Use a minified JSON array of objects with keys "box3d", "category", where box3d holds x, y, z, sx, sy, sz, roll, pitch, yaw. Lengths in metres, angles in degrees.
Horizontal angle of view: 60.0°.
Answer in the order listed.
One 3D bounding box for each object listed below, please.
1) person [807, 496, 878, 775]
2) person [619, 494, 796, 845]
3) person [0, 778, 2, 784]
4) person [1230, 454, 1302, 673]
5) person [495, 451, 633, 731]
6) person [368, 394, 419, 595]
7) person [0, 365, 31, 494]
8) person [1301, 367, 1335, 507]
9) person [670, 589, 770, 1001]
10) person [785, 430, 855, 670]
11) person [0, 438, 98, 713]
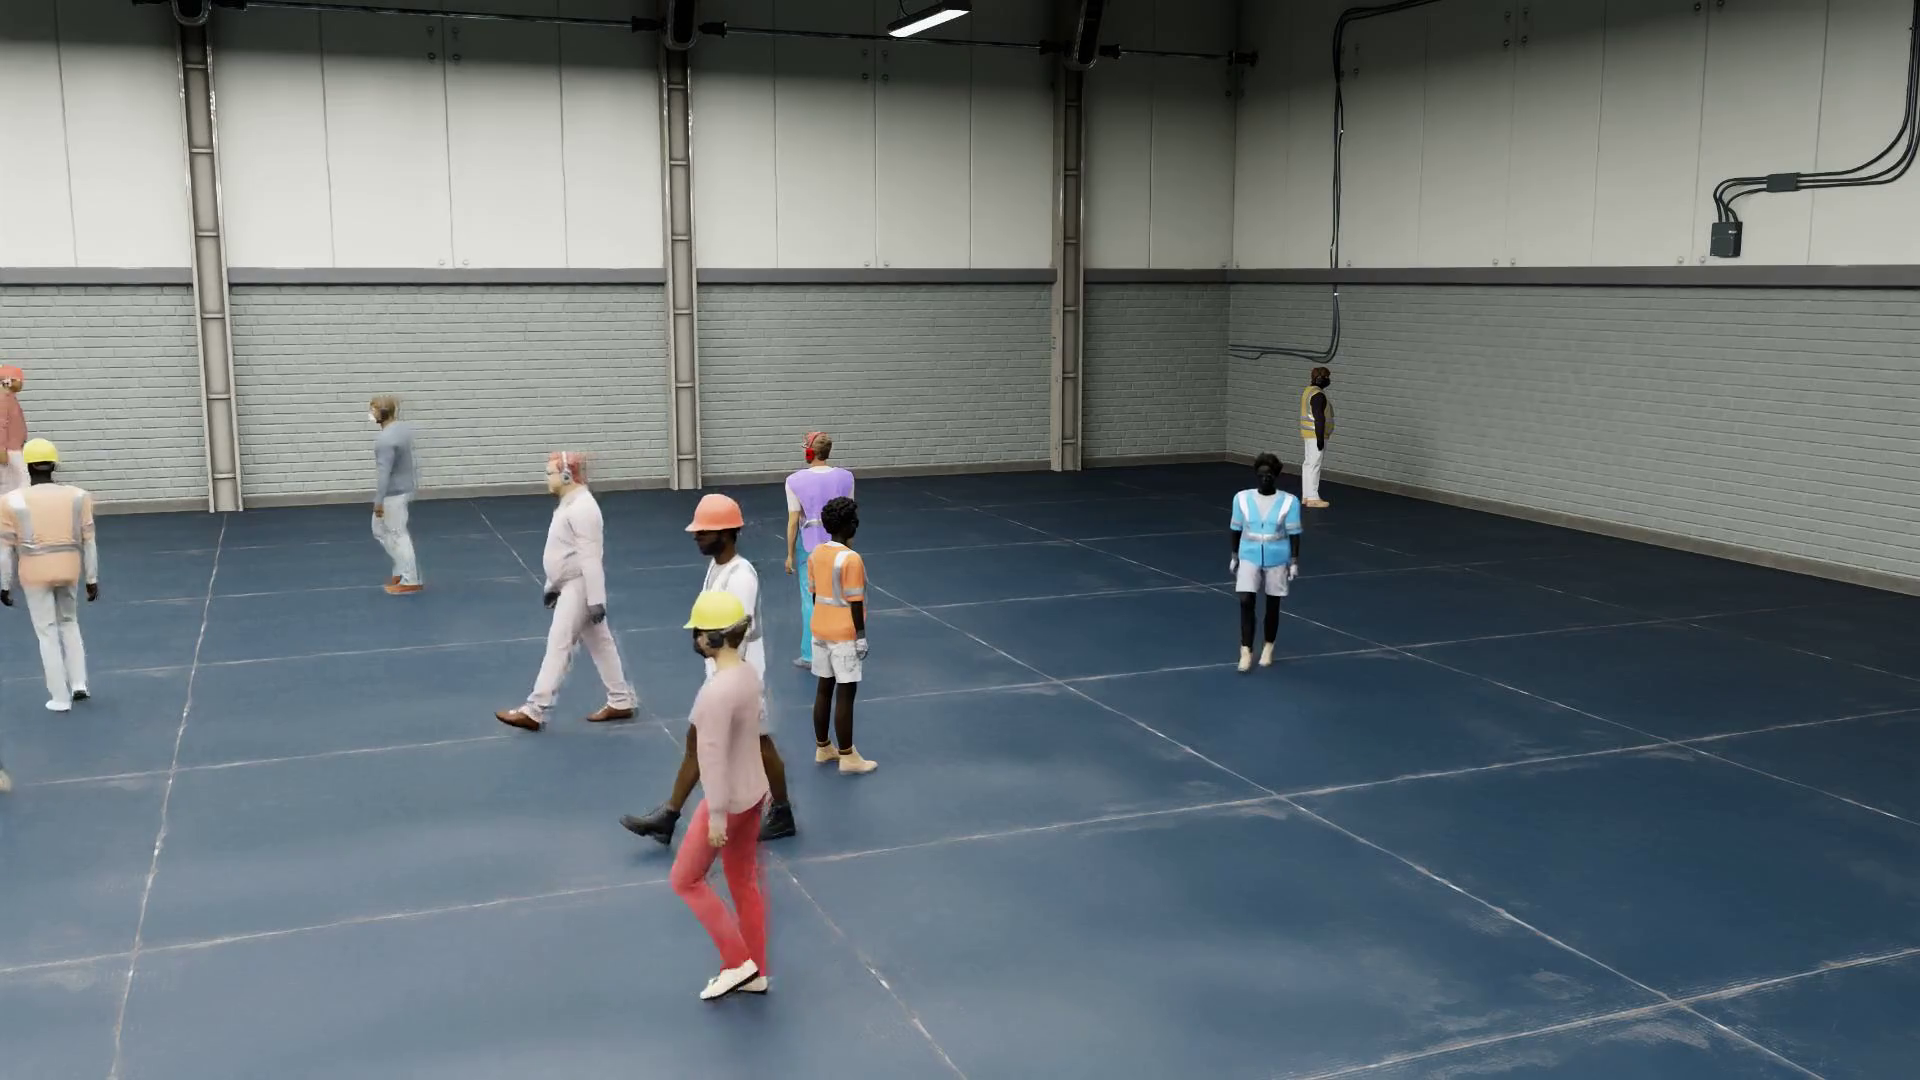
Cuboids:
[{"box3d":[-0.733,0.578,10.162,0.321,1.697,0.530,-6,11,-35],"category":"person"},{"box3d":[-1.303,0.707,8.724,0.981,1.890,0.573,-4,10,-25],"category":"person"},{"box3d":[-6.098,0.506,9.542,1.026,2.000,0.681,-3,9,-17],"category":"person"},{"box3d":[2.311,0.186,12.670,0.557,1.668,0.709,3,9,16],"category":"person"},{"box3d":[-2.659,0.341,11.126,0.960,1.859,0.670,-3,9,-17],"category":"person"},{"box3d":[-5.392,-0.422,15.747,0.520,1.916,0.654,-1,9,-9],"category":"person"},{"box3d":[-11.153,-1.082,19.702,0.597,1.972,0.652,-3,10,-18],"category":"person"},{"box3d":[4.697,-1.357,21.861,0.429,1.841,0.634,0,9,0],"category":"person"},{"box3d":[-0.983,1.068,6.913,0.396,1.749,0.544,2,9,11],"category":"person"},{"box3d":[-1.069,0.083,12.792,0.568,1.849,0.386,-5,10,-29],"category":"person"},{"box3d":[-6.353,0.249,11.576,0.516,1.909,0.588,8,12,41],"category":"person"}]
